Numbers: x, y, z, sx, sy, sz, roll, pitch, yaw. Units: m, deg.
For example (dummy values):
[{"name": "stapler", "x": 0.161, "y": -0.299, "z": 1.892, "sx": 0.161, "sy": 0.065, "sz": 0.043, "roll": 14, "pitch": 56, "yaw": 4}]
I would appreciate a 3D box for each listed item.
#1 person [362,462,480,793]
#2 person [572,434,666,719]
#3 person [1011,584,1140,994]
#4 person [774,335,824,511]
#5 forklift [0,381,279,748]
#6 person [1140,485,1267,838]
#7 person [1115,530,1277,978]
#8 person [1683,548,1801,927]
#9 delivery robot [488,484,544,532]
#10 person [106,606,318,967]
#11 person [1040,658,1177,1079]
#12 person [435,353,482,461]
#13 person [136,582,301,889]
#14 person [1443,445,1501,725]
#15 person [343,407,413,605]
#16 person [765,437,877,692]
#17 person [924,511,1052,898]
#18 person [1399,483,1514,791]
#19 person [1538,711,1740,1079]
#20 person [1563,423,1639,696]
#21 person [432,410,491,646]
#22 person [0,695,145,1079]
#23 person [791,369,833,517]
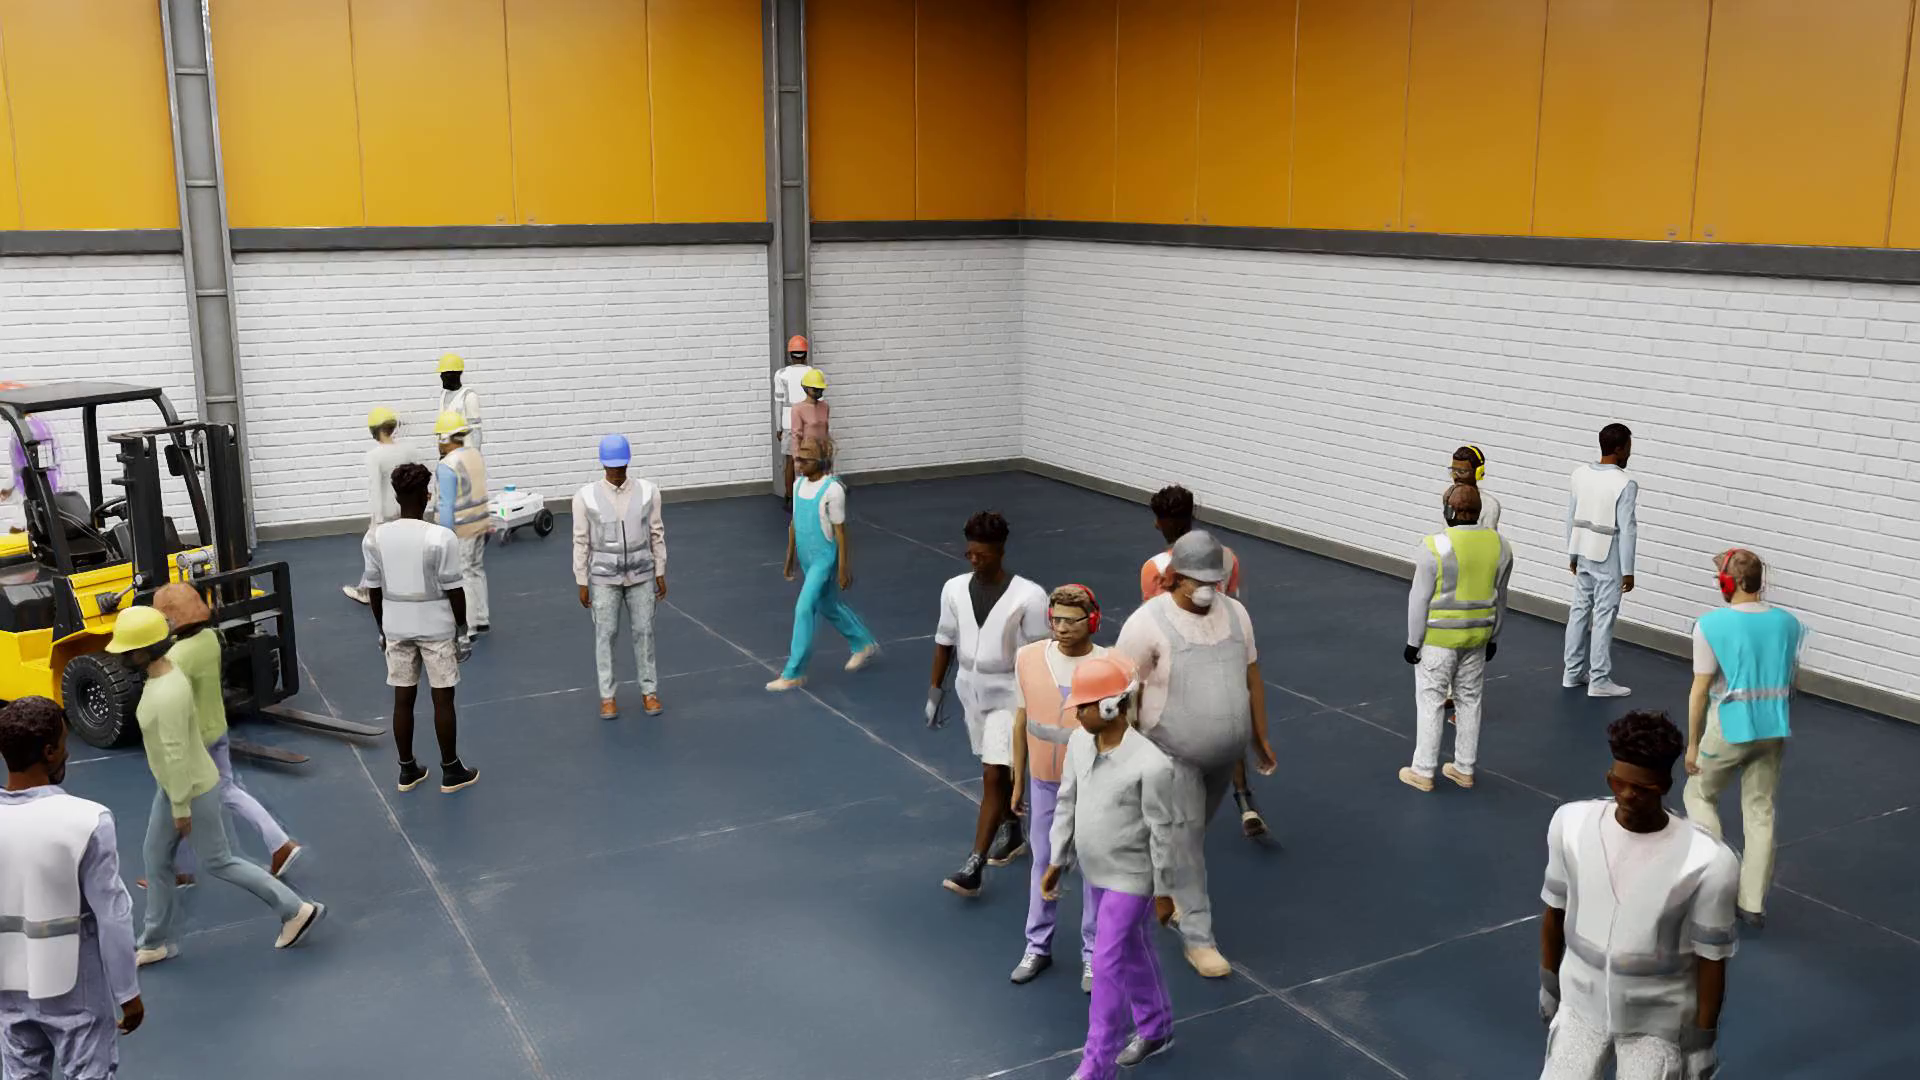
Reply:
[{"name": "person", "x": -3.146, "y": 0.515, "z": 9.722, "sx": 0.605, "sy": 1.966, "sz": 0.367, "roll": 2, "pitch": 12, "yaw": 9}, {"name": "person", "x": -2.263, "y": 0.241, "z": 11.099, "sx": 0.615, "sy": 1.934, "sz": 0.422, "roll": -5, "pitch": 13, "yaw": -22}, {"name": "person", "x": 0.505, "y": 1.081, "z": 7.353, "sx": 0.564, "sy": 1.847, "sz": 0.396, "roll": 5, "pitch": 13, "yaw": 21}, {"name": "person", "x": -1.753, "y": -1.274, "z": 18.214, "sx": 0.542, "sy": 1.928, "sz": 0.399, "roll": -1, "pitch": 12, "yaw": -6}, {"name": "forklift", "x": -5.853, "y": 0.085, "z": 11.199, "sx": 2.313, "sy": 2.155, "sz": 1.214, "roll": 7, "pitch": 14, "yaw": 28}, {"name": "person", "x": 1.299, "y": 0.686, "z": 9.008, "sx": 0.622, "sy": 1.936, "sz": 0.737, "roll": -4, "pitch": 13, "yaw": -19}, {"name": "person", "x": 1.105, "y": 0.909, "z": 7.700, "sx": 0.686, "sy": 2.000, "sz": 0.890, "roll": -6, "pitch": 14, "yaw": -27}, {"name": "person", "x": 3.777, "y": 0.953, "z": 8.046, "sx": 0.613, "sy": 1.805, "sz": 0.516, "roll": -2, "pitch": 12, "yaw": -8}, {"name": "delivery robot", "x": -4.509, "y": -0.315, "z": 16.723, "sx": 0.477, "sy": 0.478, "sz": 0.707, "roll": 5, "pitch": 13, "yaw": 22}, {"name": "person", "x": -3.456, "y": 1.101, "z": 7.560, "sx": 0.852, "sy": 1.721, "sz": 0.563, "roll": -7, "pitch": 14, "yaw": -31}, {"name": "person", "x": 0.532, "y": 1.319, "z": 6.563, "sx": 0.818, "sy": 1.700, "sz": 0.558, "roll": -7, "pitch": 14, "yaw": -30}, {"name": "person", "x": -4.914, "y": -0.872, "z": 16.313, "sx": 0.587, "sy": 1.928, "sz": 0.381, "roll": 10, "pitch": 16, "yaw": 40}, {"name": "person", "x": -3.778, "y": 0.986, "z": 8.358, "sx": 0.764, "sy": 1.601, "sz": 0.514, "roll": 0, "pitch": 12, "yaw": 0}, {"name": "person", "x": 3.329, "y": 0.290, "z": 11.039, "sx": 0.334, "sy": 1.860, "sz": 0.509, "roll": -6, "pitch": 13, "yaw": -26}, {"name": "person", "x": -4.792, "y": -0.257, "z": 13.942, "sx": 0.920, "sy": 1.704, "sz": 0.536, "roll": 7, "pitch": 14, "yaw": 28}, {"name": "person", "x": -0.980, "y": 0.141, "z": 11.899, "sx": 0.968, "sy": 1.800, "sz": 0.522, "roll": -9, "pitch": 15, "yaw": -37}, {"name": "person", "x": 0.093, "y": 0.815, "z": 8.395, "sx": 0.637, "sy": 1.918, "sz": 0.963, "roll": 8, "pitch": 14, "yaw": 33}, {"name": "person", "x": 2.905, "y": 0.574, "z": 9.779, "sx": 0.636, "sy": 1.830, "sz": 0.429, "roll": -4, "pitch": 13, "yaw": -18}, {"name": "person", "x": 2.152, "y": 1.460, "z": 5.323, "sx": 0.609, "sy": 1.954, "sz": 0.526, "roll": 11, "pitch": 16, "yaw": 41}, {"name": "person", "x": 4.470, "y": 0.135, "z": 11.617, "sx": 0.376, "sy": 1.917, "sz": 0.599, "roll": -5, "pitch": 13, "yaw": -20}, {"name": "person", "x": -3.869, "y": -0.093, "z": 12.896, "sx": 0.405, "sy": 1.830, "sz": 0.624, "roll": 2, "pitch": 12, "yaw": 9}, {"name": "person", "x": -2.991, "y": 1.449, "z": 5.456, "sx": 0.591, "sy": 1.917, "sz": 0.379, "roll": 1, "pitch": 12, "yaw": 6}, {"name": "person", "x": -1.439, "y": -0.797, "z": 16.352, "sx": 0.330, "sy": 1.765, "sz": 0.533, "roll": 9, "pitch": 15, "yaw": 36}]
